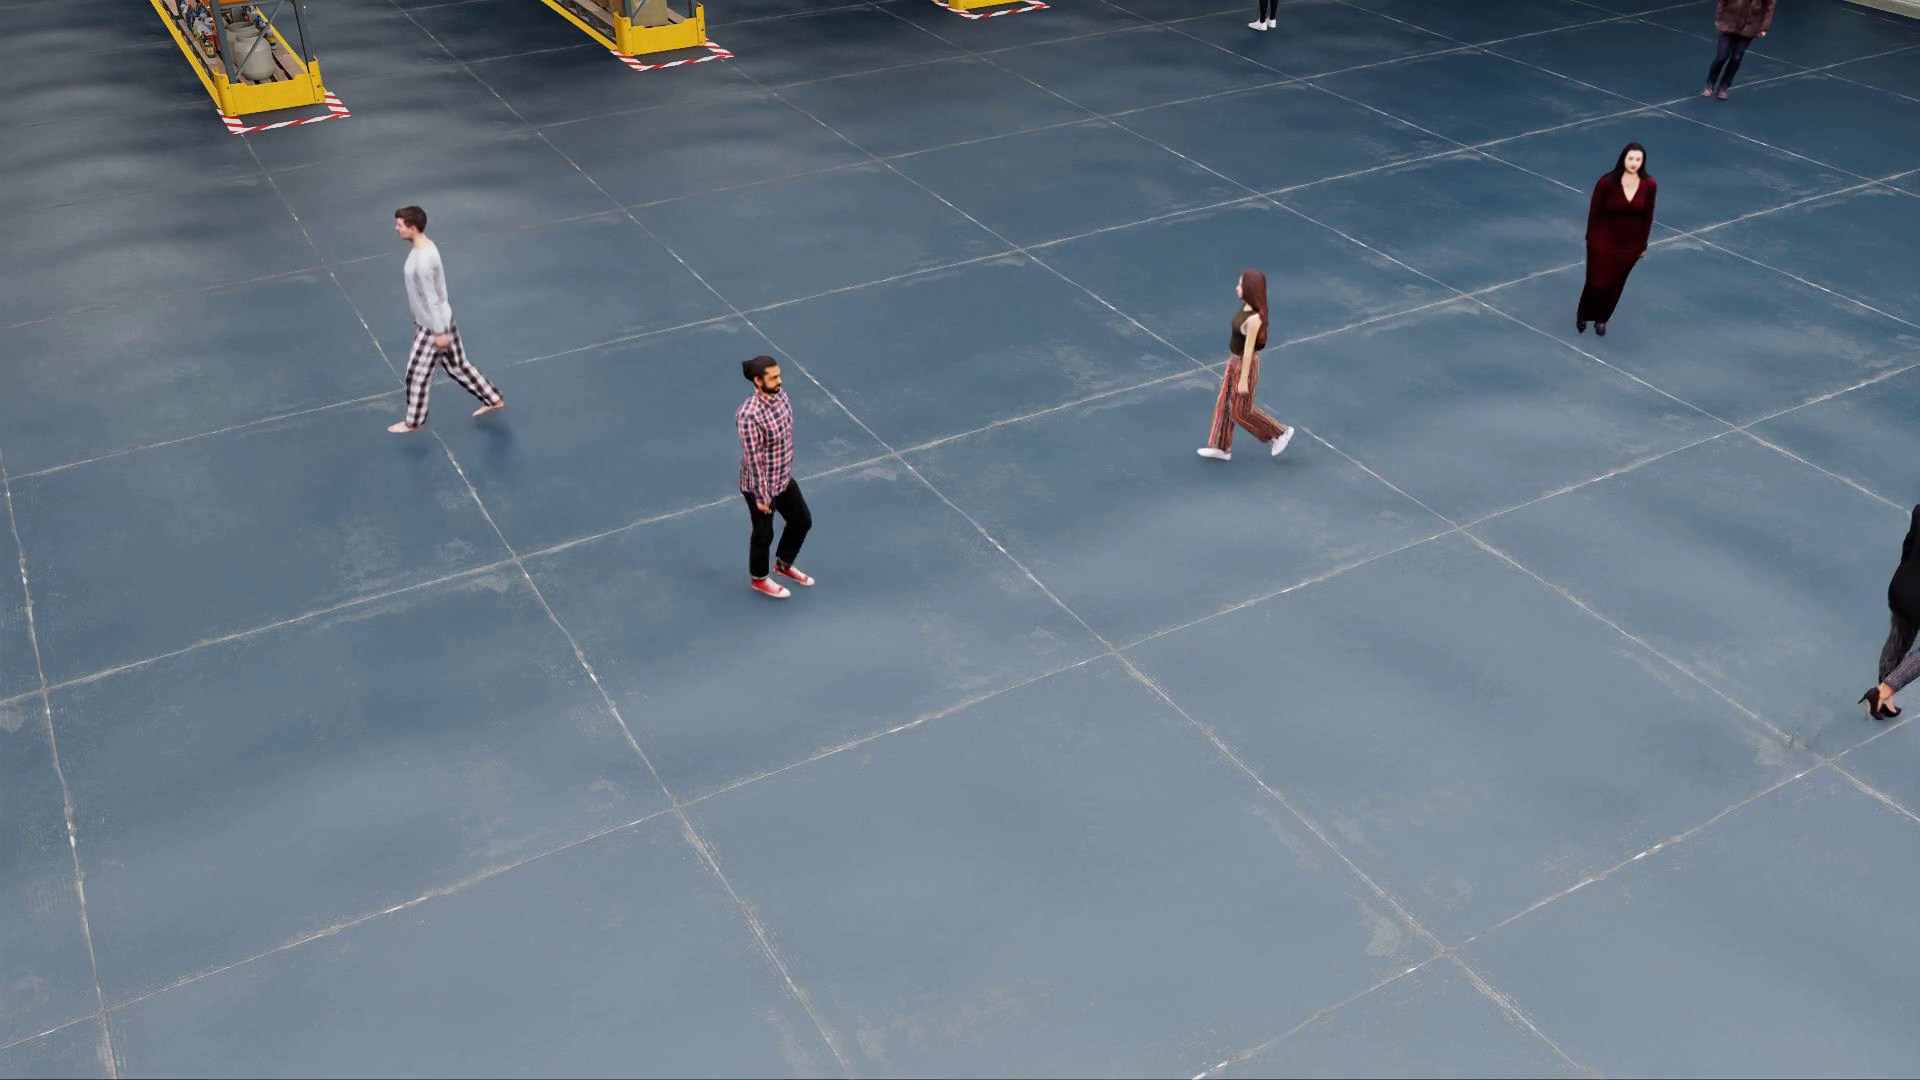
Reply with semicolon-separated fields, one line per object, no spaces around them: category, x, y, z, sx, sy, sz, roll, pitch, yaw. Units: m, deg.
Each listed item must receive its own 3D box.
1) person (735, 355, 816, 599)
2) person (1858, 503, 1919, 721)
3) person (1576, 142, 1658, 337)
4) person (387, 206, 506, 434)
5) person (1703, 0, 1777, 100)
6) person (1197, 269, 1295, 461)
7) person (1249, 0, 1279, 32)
person;-1.311;-0.410;10.825;0.823;1.750;0.806;16;36;23
person;5.517;0.372;9.623;0.771;1.709;0.647;-11;34;-16
person;5.612;-2.591;14.287;0.792;1.746;0.831;2;32;3
person;-3.958;-1.685;12.801;0.923;1.798;1.147;-7;33;-11
person;9.312;-6.181;19.923;0.886;1.804;0.956;17;36;25
person;2.185;-1.271;12.382;0.907;1.544;0.958;1;32;1
person;4.217;-7.856;22.609;0.632;1.772;0.563;-22;38;-30
